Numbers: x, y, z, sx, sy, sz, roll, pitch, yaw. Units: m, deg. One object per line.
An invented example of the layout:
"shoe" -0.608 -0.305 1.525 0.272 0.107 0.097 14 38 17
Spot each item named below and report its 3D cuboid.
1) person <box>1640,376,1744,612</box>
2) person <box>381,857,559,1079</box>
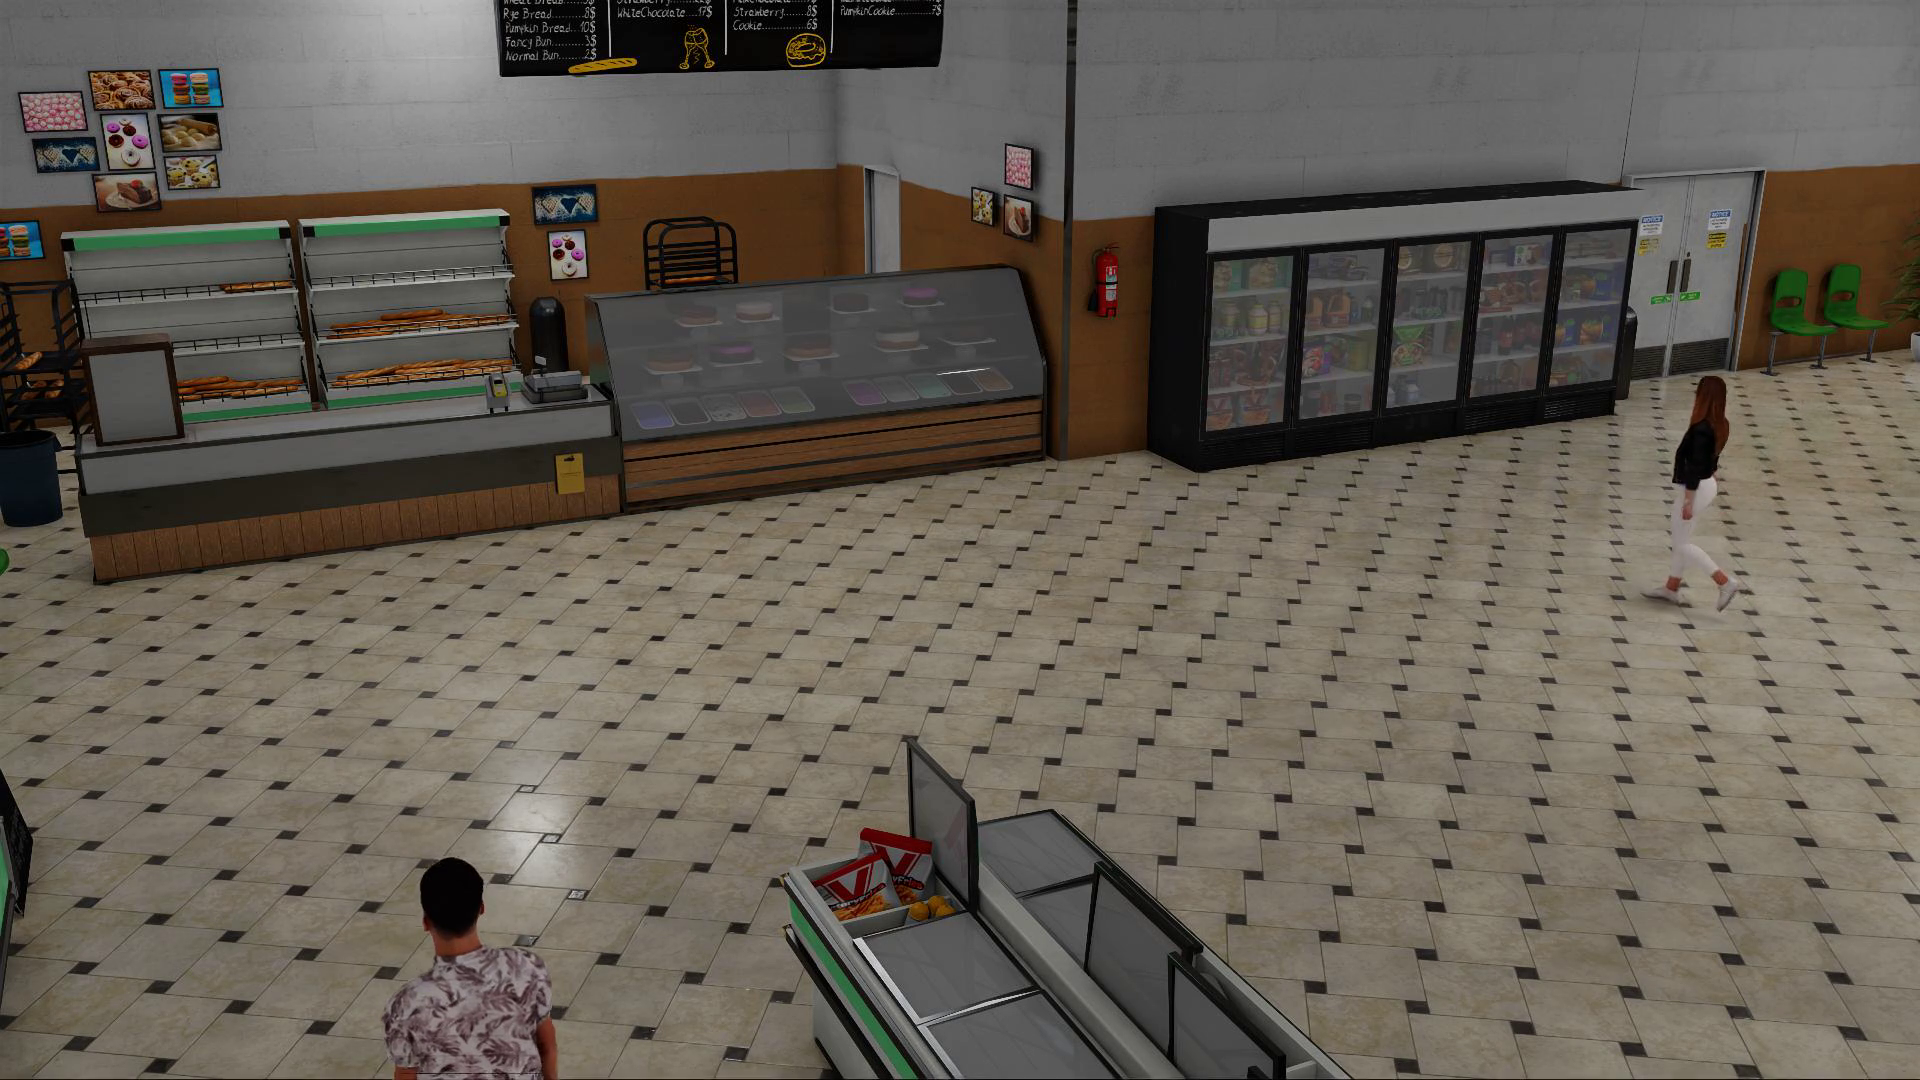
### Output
"person" 5.206 -0.296 11.616 1.028 1.685 0.810 17 25 41
"person" -1.416 1.846 5.088 0.674 1.797 1.109 -8 20 -22
